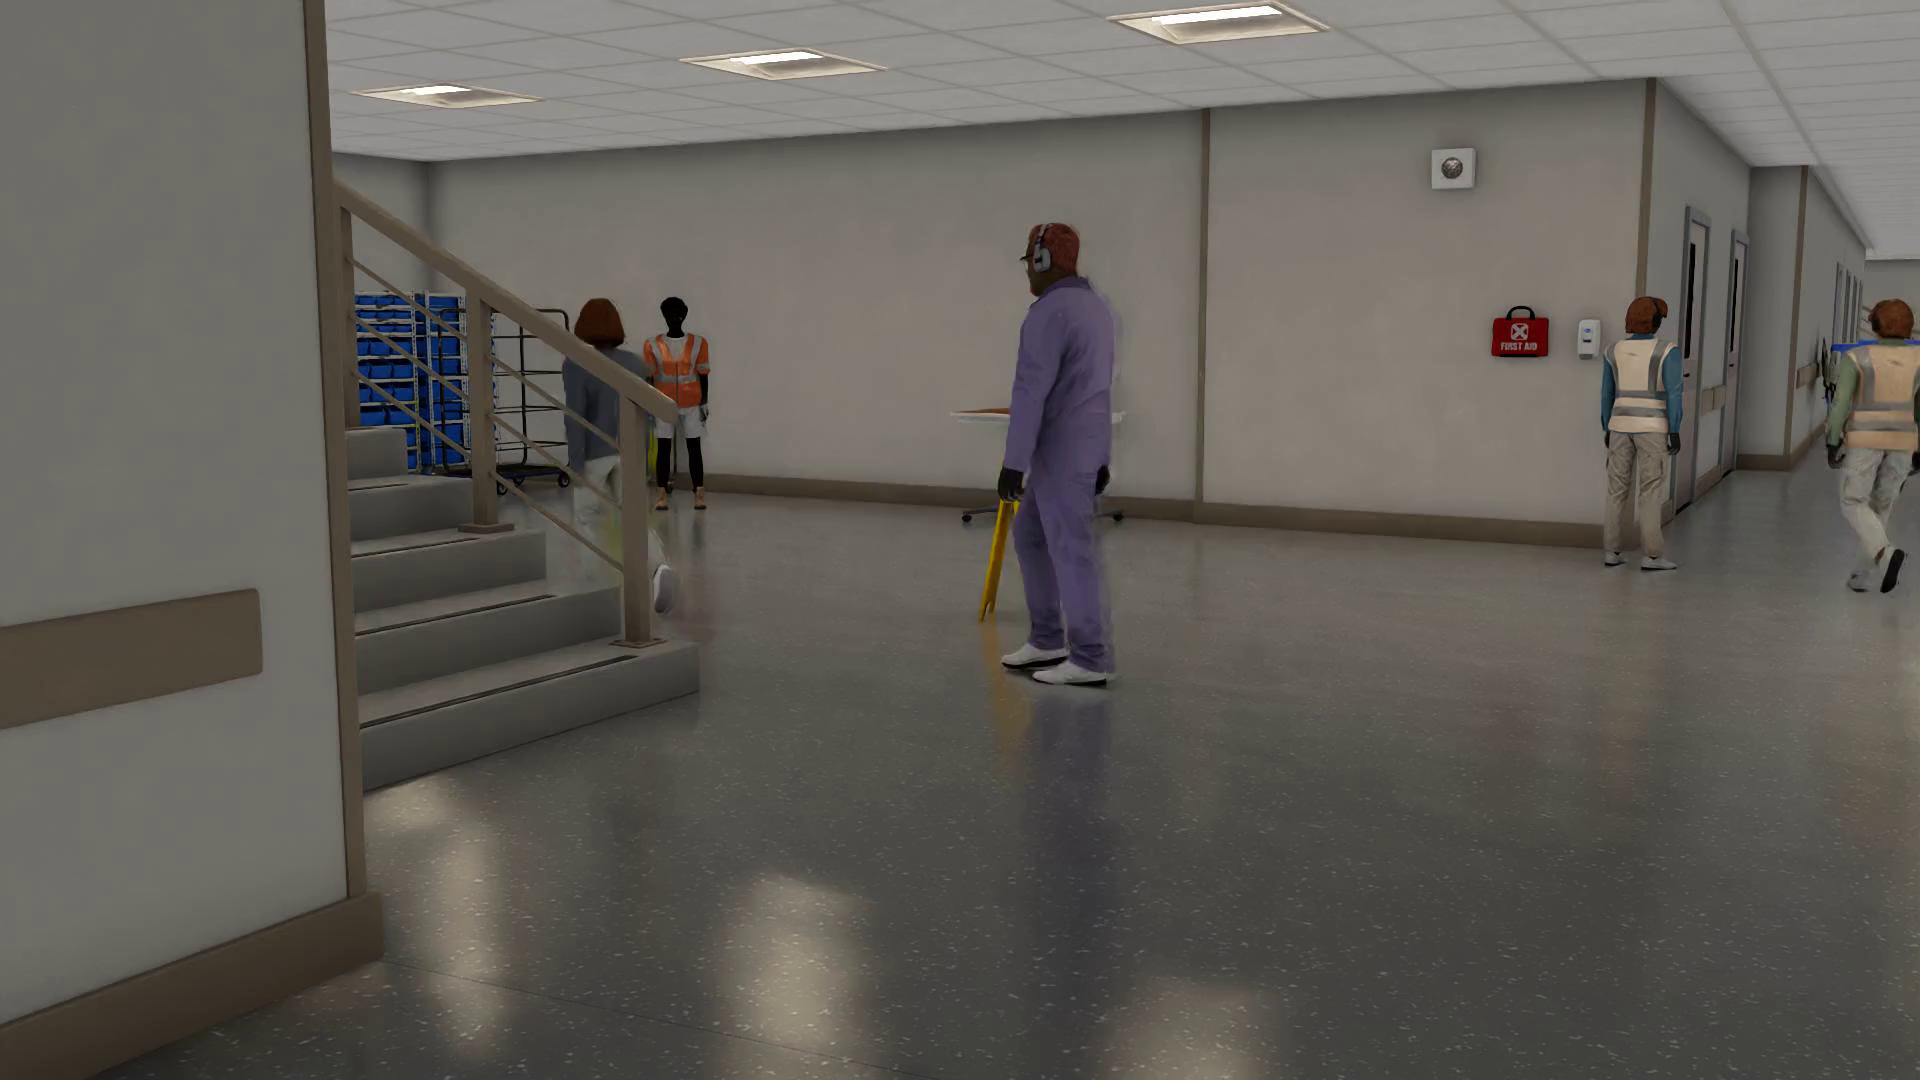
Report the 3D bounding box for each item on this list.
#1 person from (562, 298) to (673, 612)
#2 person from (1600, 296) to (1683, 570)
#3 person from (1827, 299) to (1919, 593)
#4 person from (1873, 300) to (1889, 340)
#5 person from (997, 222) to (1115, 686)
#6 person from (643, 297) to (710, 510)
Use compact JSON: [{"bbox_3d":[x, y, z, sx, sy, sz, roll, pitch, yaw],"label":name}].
[{"bbox_3d":[-1.732,-0.411,8.371,0.686,1.610,0.506,7,10,44],"label":"person"},{"bbox_3d":[4.083,-0.638,9.986,0.310,1.642,0.514,-5,9,-36],"label":"person"},{"bbox_3d":[4.978,-0.491,8.959,0.523,1.615,0.610,1,7,7],"label":"person"},{"bbox_3d":[19.445,-4.044,34.955,0.388,1.982,0.679,0,7,1],"label":"person"},{"bbox_3d":[0.334,-0.344,6.798,0.655,1.878,0.660,3,8,19],"label":"person"},{"bbox_3d":[-2.239,-1.071,13.152,0.536,1.689,0.324,-1,8,-10],"label":"person"}]
